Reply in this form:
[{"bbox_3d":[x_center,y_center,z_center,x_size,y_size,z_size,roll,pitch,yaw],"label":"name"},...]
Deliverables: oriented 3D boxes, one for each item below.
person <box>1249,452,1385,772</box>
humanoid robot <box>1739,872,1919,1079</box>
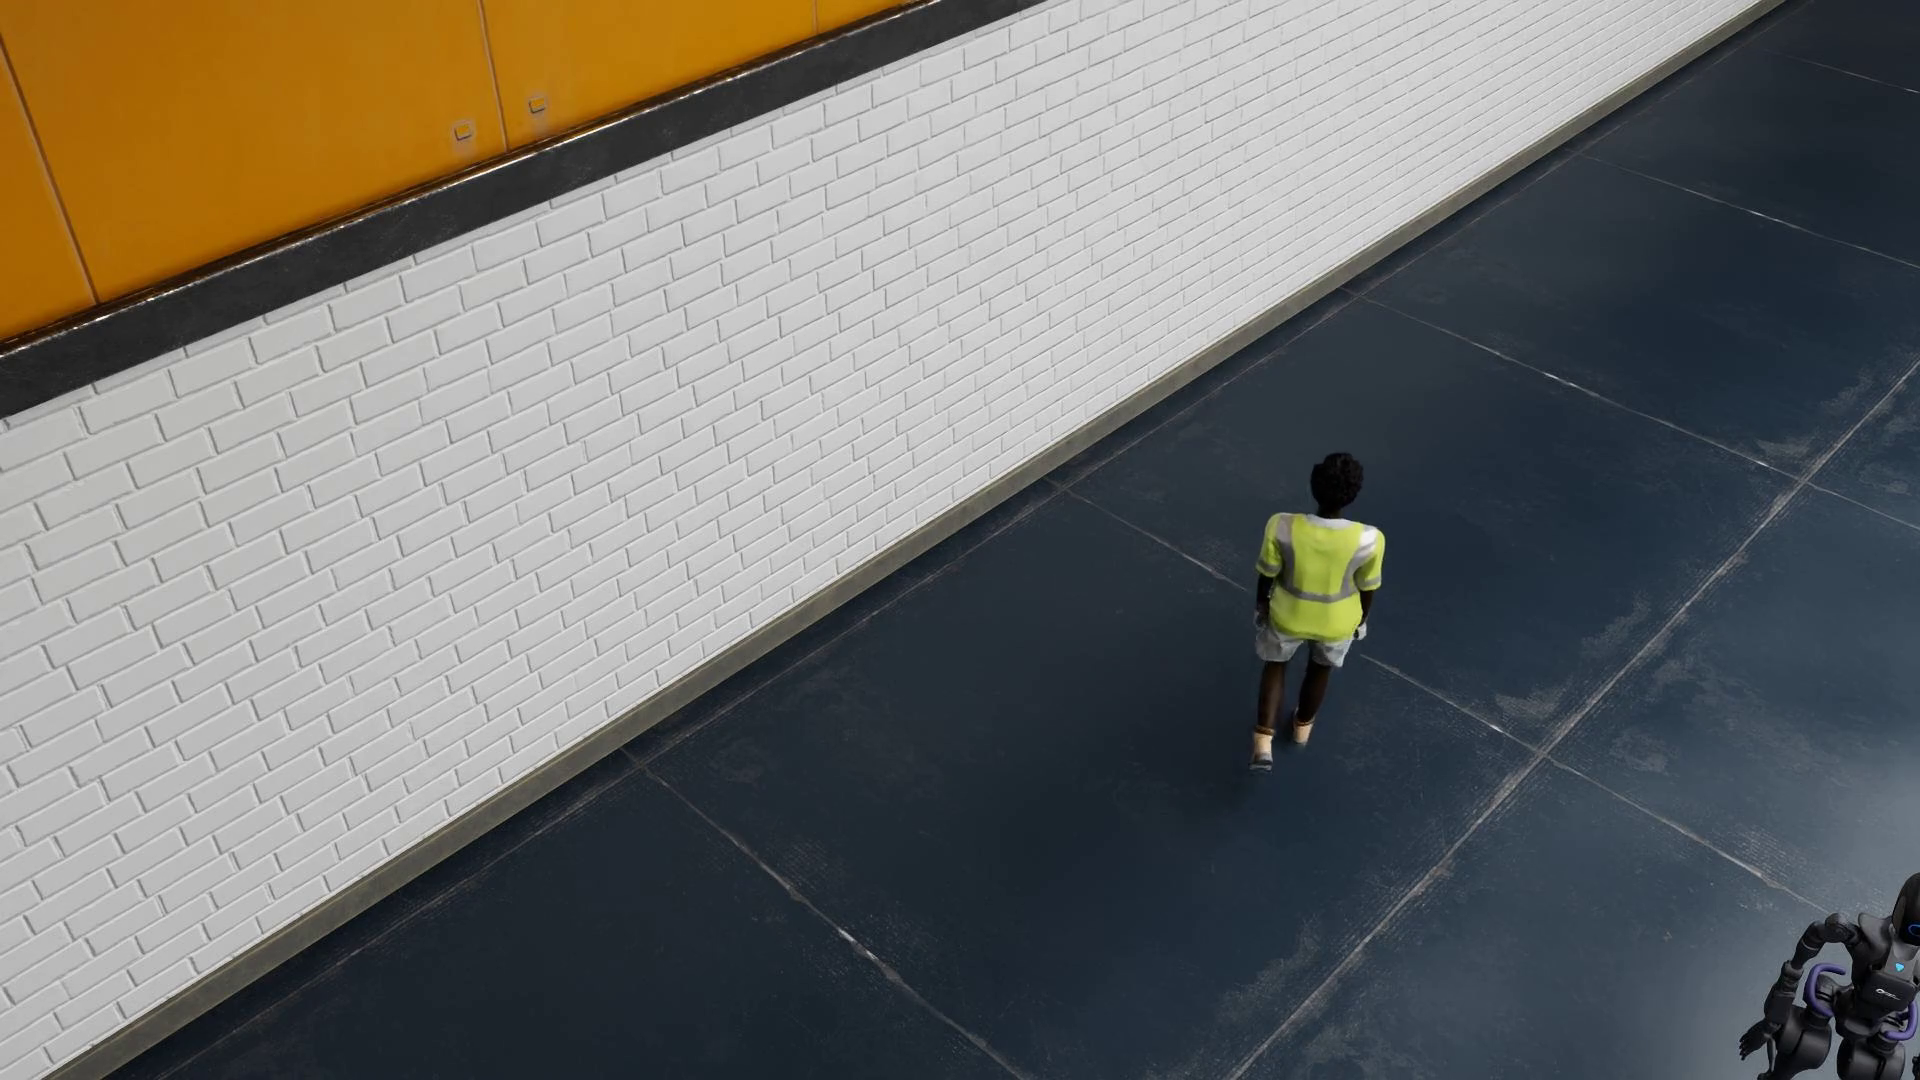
[{"bbox_3d":[1.543,0.364,7.335,0.539,1.678,0.573,10,40,12],"label":"person"},{"bbox_3d":[3.020,1.701,5.654,0.599,1.657,0.315,17,42,20],"label":"humanoid robot"}]
